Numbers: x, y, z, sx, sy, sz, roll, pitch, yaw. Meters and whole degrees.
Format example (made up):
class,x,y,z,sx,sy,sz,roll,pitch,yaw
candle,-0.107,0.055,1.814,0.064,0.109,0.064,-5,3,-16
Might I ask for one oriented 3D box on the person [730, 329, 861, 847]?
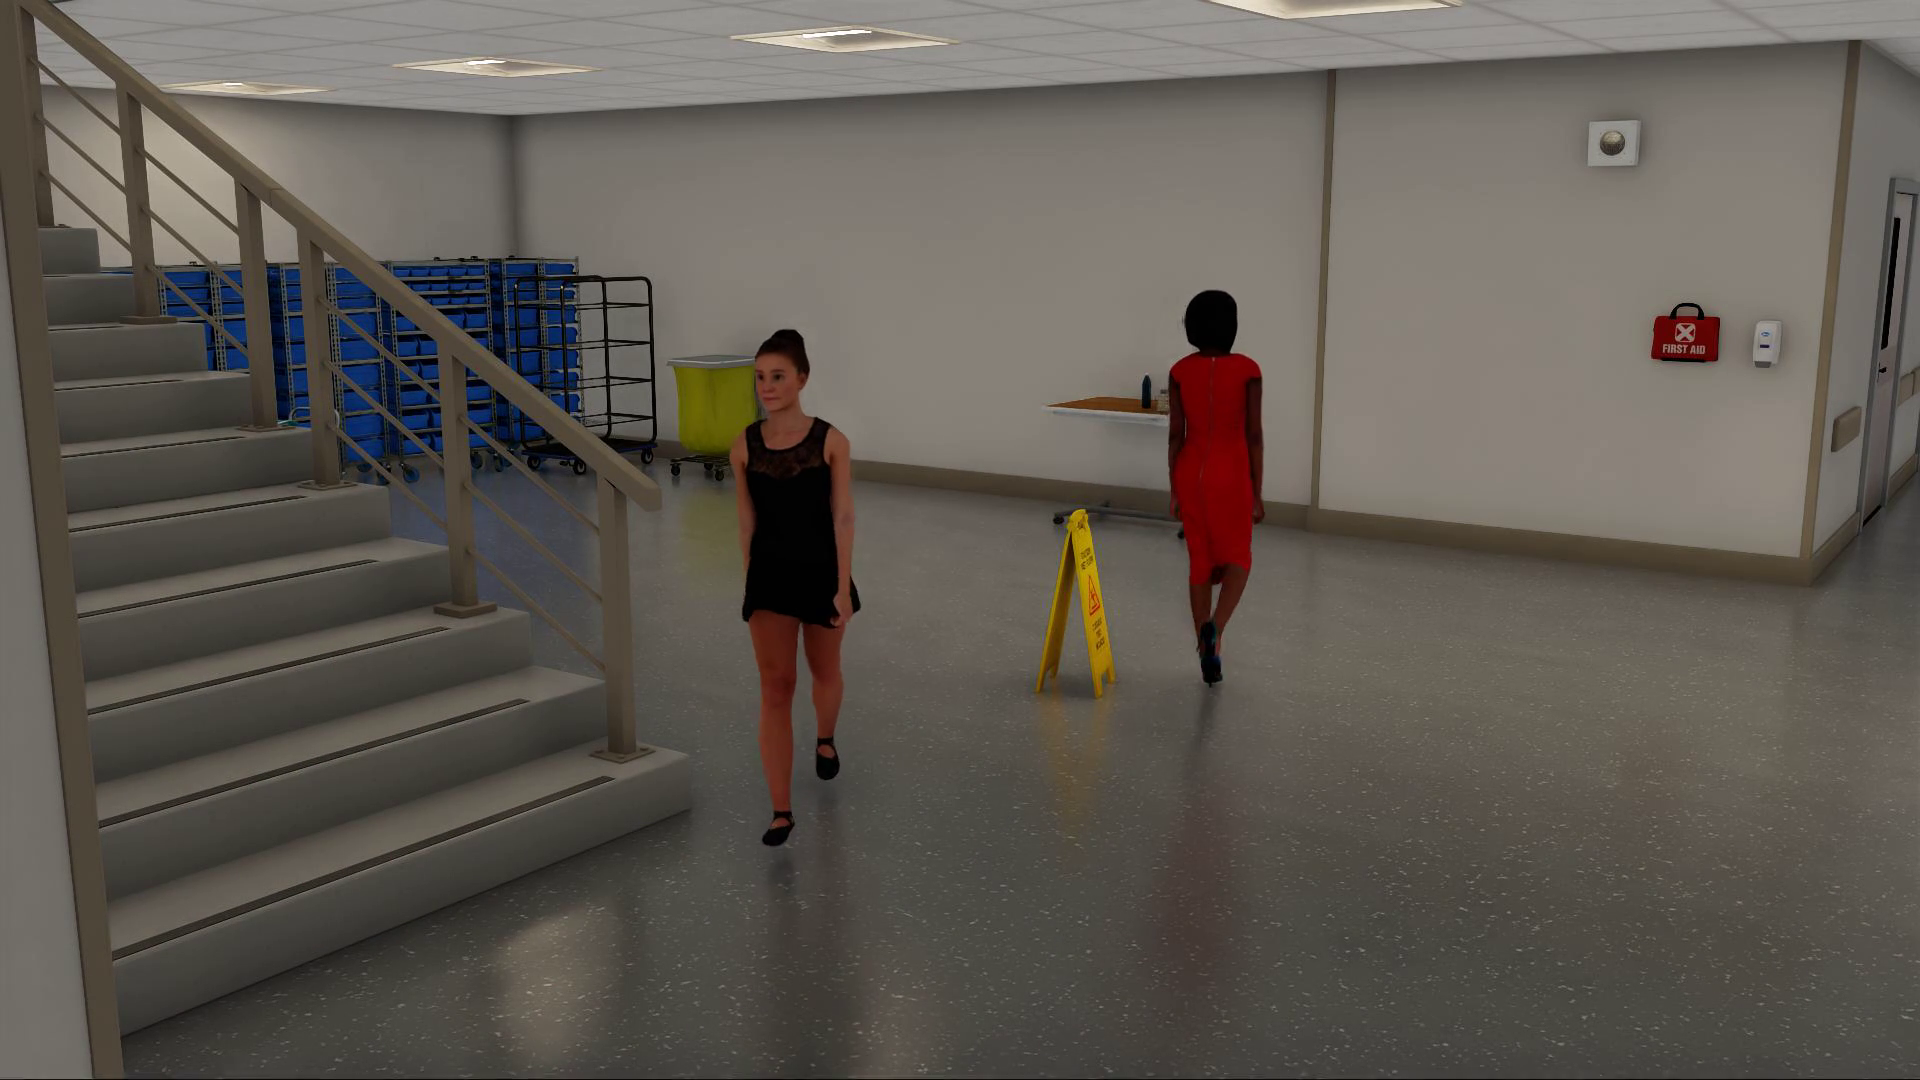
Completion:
class,x,y,z,sx,sy,sz,roll,pitch,yaw
person,-0.528,0.143,5.673,1.144,1.631,1.068,0,11,1

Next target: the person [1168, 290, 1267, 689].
class,x,y,z,sx,sy,sz,roll,pitch,yaw
person,1.071,-0.183,7.126,0.727,1.729,0.741,4,12,21
